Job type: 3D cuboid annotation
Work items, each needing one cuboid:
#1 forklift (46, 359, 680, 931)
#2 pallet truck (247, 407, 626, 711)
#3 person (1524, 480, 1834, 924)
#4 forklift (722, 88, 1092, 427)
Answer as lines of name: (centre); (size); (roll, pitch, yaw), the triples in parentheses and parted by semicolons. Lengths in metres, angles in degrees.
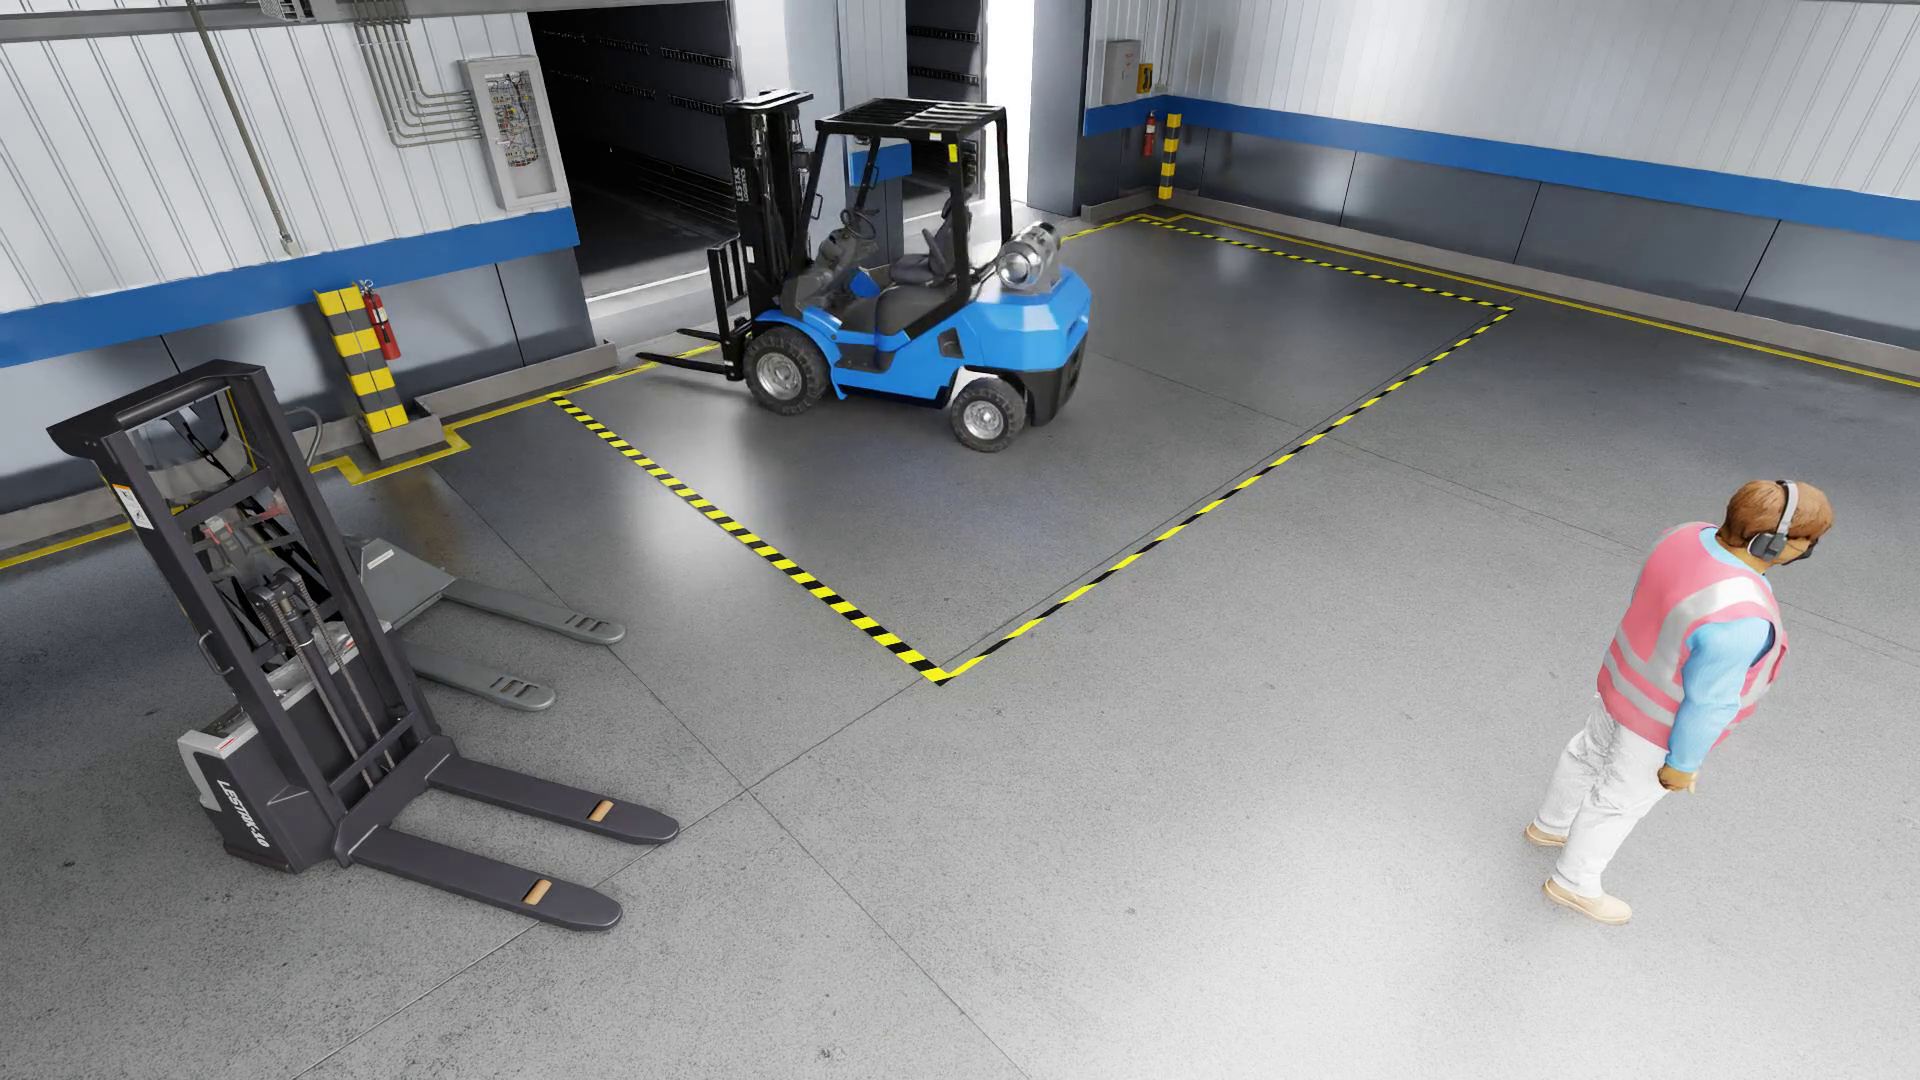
forklift: (-2.135, 0.422, 3.354); (1.885, 1.965, 0.823); (10, 35, 14)
pallet truck: (-2.628, 0.038, 4.590); (1.601, 1.201, 0.680); (12, 36, 18)
person: (2.481, 0.594, 3.239); (0.429, 1.843, 0.624); (9, 35, 13)
forklift: (-0.405, -2.110, 6.757); (2.680, 2.036, 1.157); (12, 36, 17)
